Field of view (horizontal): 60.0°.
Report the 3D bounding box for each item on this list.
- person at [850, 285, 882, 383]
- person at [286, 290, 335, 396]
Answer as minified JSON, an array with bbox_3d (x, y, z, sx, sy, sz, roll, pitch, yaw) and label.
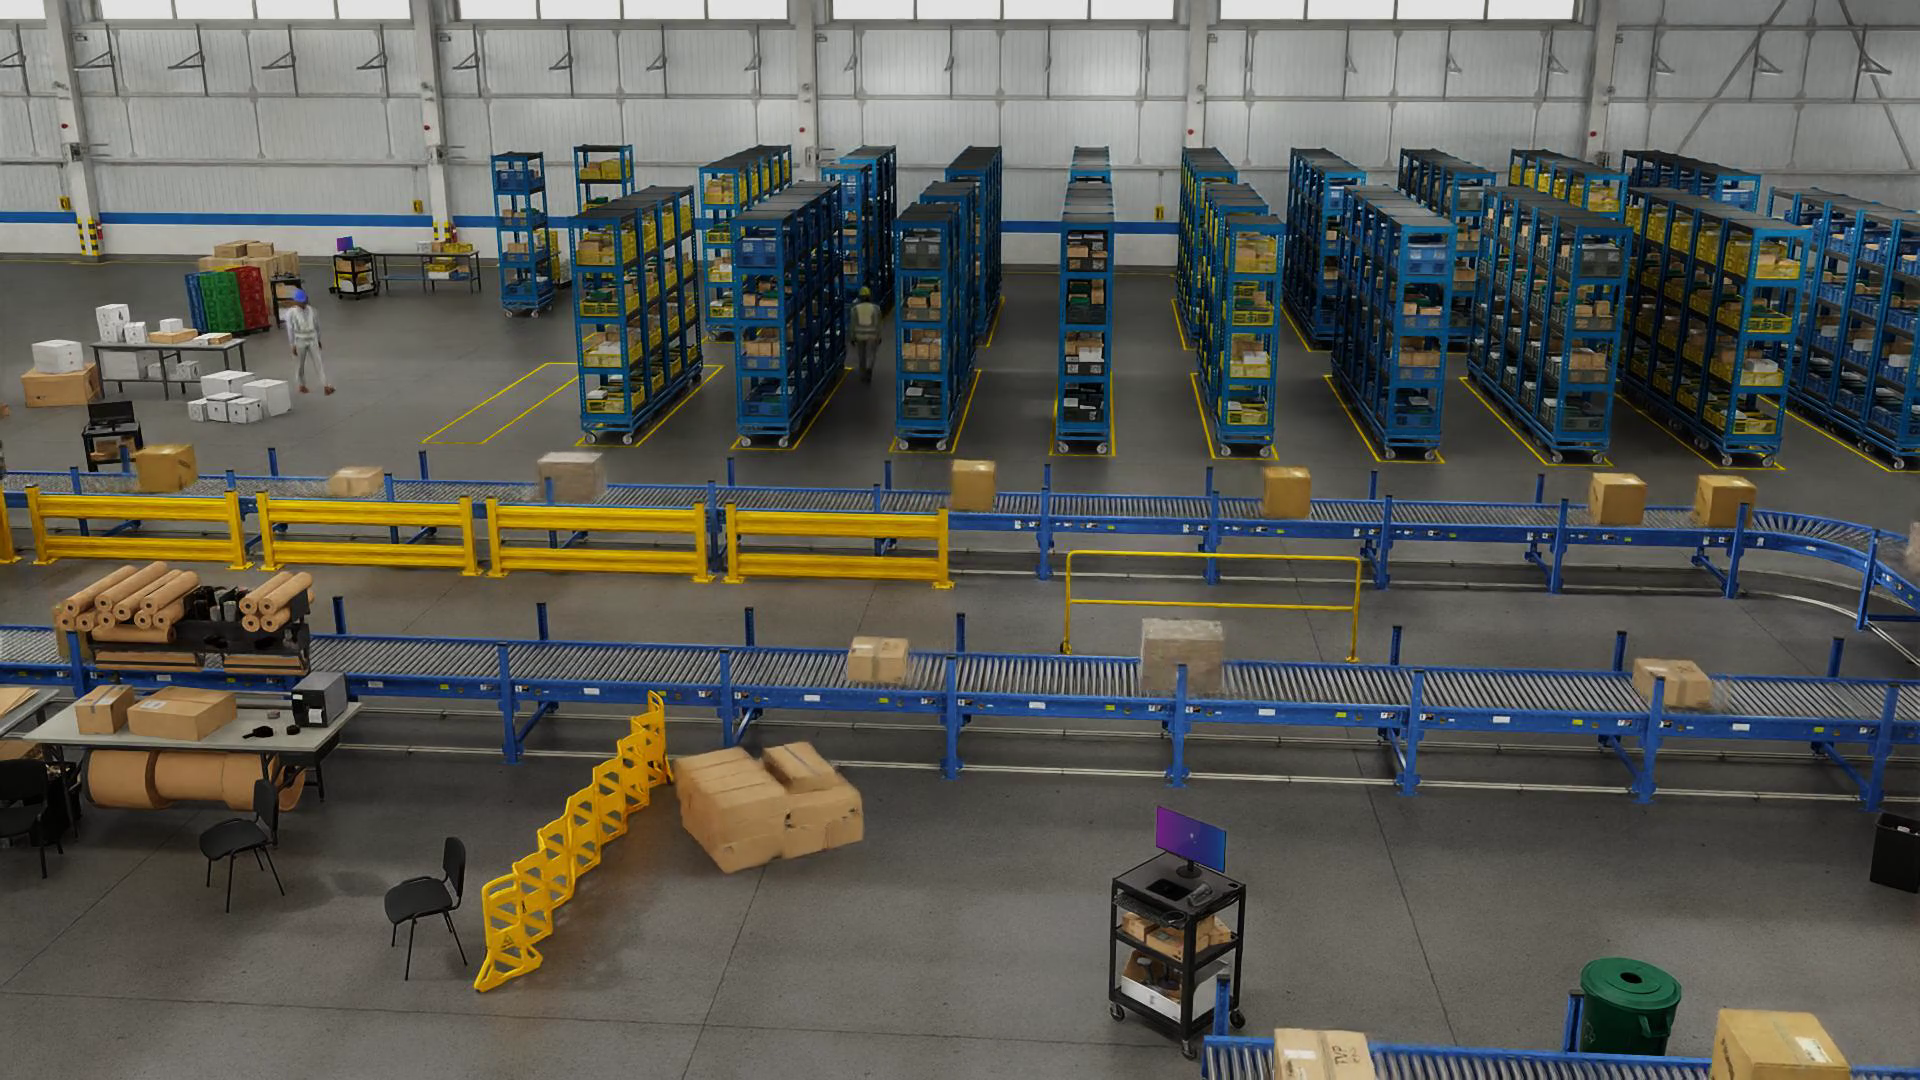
[{"bbox_3d":[-1.728,-3.750,30.479,0.603,1.813,0.502,2,18,6],"label":"person"},{"bbox_3d":[-11.586,-3.487,29.540,0.637,1.882,0.997,-16,24,-41],"label":"person"}]
